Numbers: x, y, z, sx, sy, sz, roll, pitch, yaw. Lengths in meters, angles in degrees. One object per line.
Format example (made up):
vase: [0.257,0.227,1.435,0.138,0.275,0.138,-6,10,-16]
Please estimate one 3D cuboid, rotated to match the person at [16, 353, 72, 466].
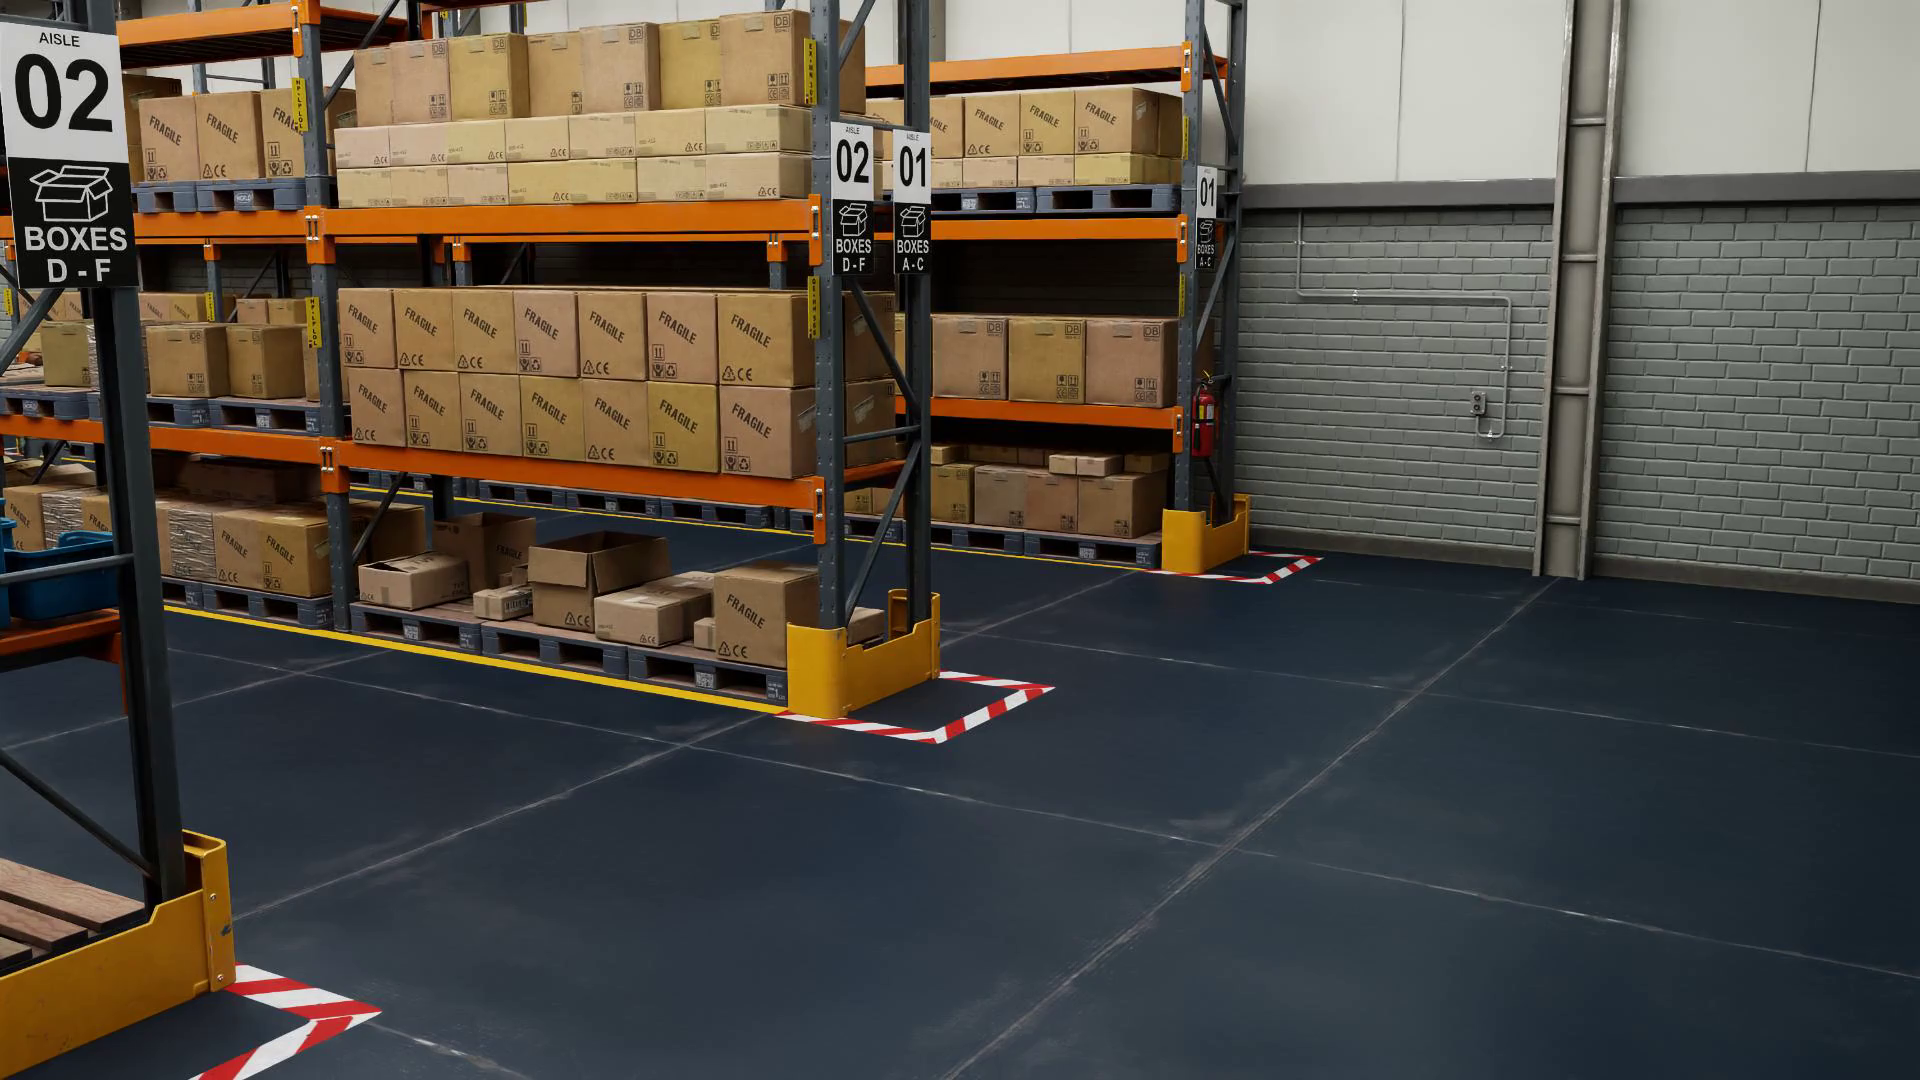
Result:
person: [-8.627,-0.943,15.650,0.286,1.633,0.501,7,12,35]
